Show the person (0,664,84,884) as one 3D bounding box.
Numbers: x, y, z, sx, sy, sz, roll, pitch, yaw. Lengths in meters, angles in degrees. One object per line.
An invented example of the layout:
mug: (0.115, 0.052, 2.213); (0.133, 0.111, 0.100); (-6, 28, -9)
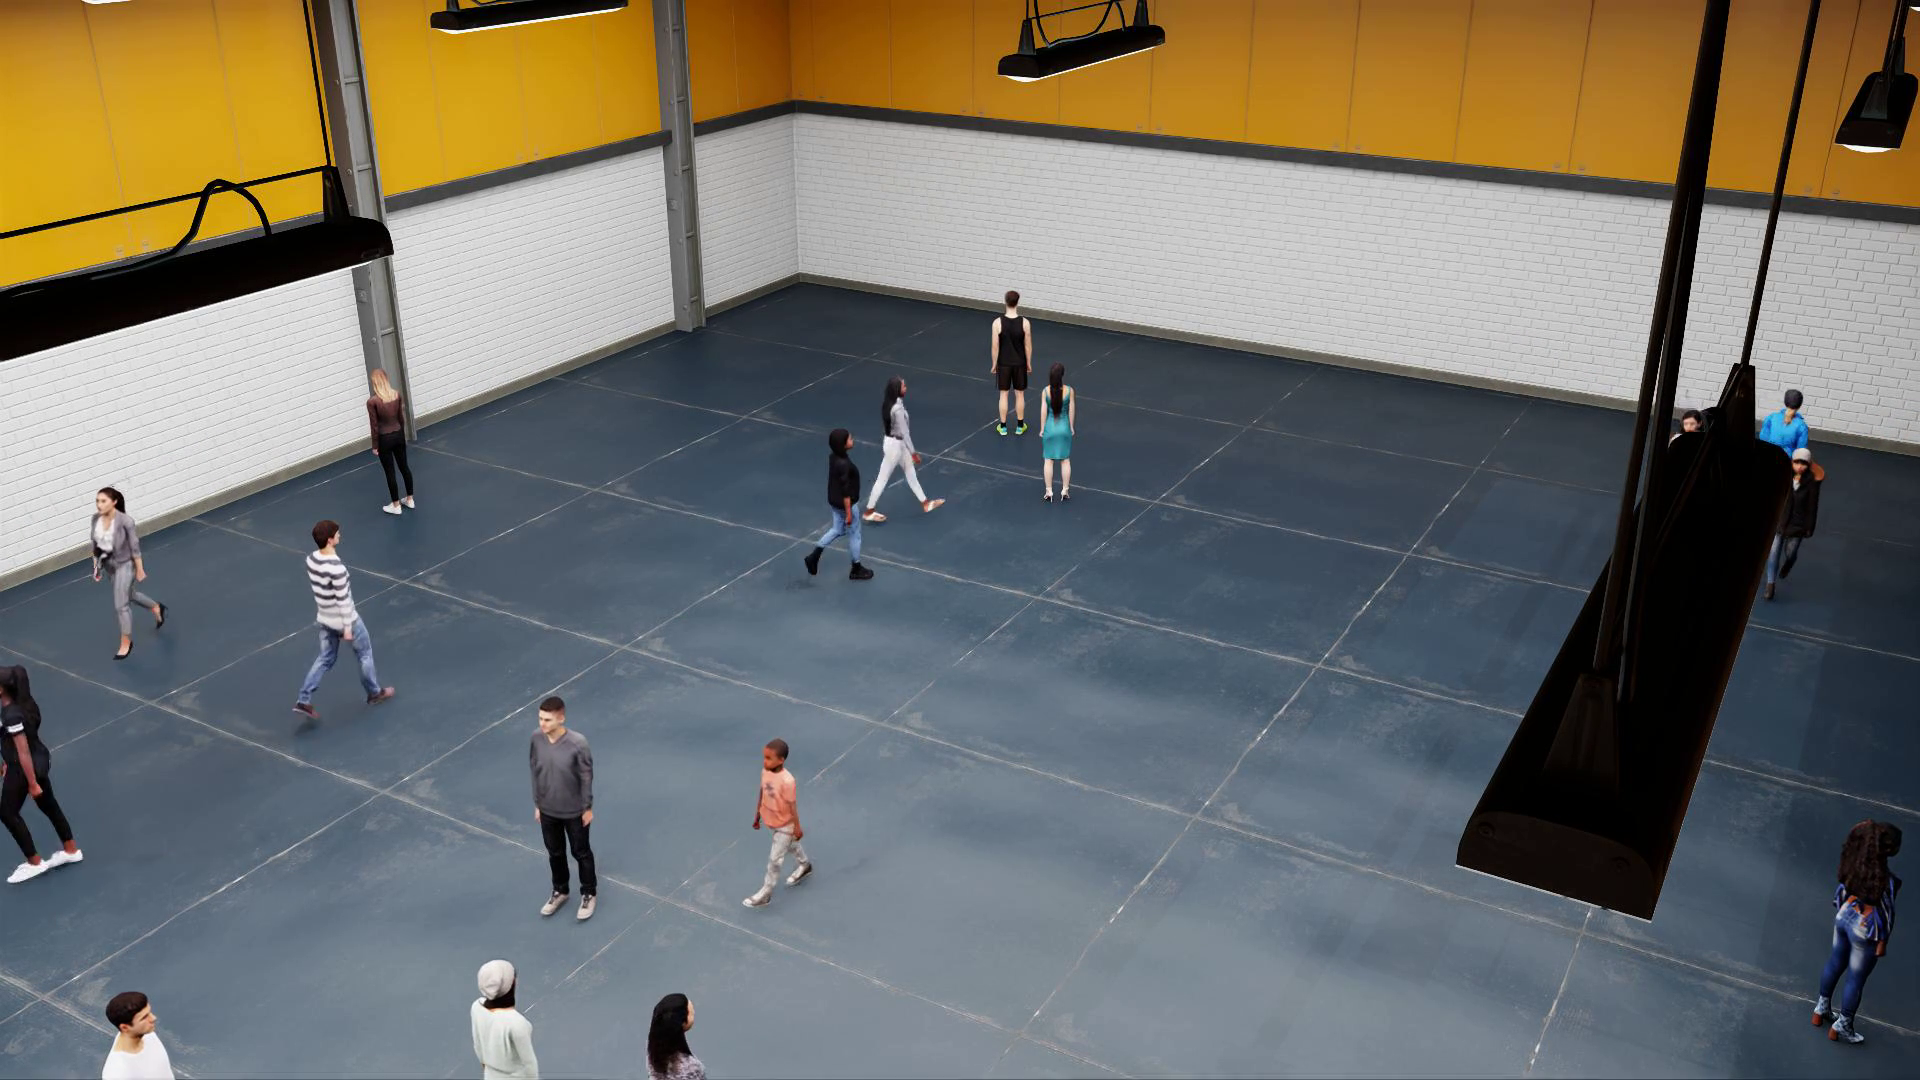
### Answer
person: (-6.873, 1.708, 12.431); (0.882, 1.717, 0.815); (-9, 25, -20)

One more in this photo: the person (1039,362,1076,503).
person: (1.121, -1.252, 19.243); (0.626, 1.685, 0.642); (0, 24, -1)

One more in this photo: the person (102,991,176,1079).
person: (-4.385, 3.175, 8.991); (0.778, 1.784, 0.702); (-4, 24, -9)

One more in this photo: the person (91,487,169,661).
person: (-7.935, 0.255, 15.842); (0.724, 1.648, 1.090); (9, 25, 19)

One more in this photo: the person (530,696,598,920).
person: (-2.840, 1.902, 11.932); (0.677, 1.761, 0.625); (5, 24, 12)

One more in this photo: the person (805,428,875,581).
person: (-1.277, -0.334, 17.149); (1.042, 1.680, 0.865); (-13, 27, -26)

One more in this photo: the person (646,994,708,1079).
person: (-1.575, 3.222, 8.963); (0.706, 1.721, 0.699); (20, 31, 38)

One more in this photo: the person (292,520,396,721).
person: (-5.532, 0.734, 14.530); (0.678, 1.819, 1.147); (14, 27, 30)

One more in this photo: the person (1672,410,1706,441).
person: (7.648, -0.555, 17.602); (0.746, 1.722, 1.230); (8, 25, 17)

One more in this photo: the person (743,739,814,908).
person: (-1.269, 2.033, 12.235); (0.959, 1.279, 0.690); (-20, 30, -38)

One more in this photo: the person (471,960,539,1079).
person: (-2.543, 3.061, 9.427); (0.560, 1.644, 0.484); (14, 27, 28)

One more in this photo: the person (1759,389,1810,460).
person: (8.745, -0.717, 17.939); (1.263, 1.750, 0.963); (-15, 28, -31)

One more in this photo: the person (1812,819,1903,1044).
person: (5.804, 2.509, 10.727); (0.752, 1.614, 0.674); (-4, 24, -8)

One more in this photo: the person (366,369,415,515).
person: (-6.488, -1.133, 18.946); (0.679, 1.703, 0.473); (16, 28, 32)

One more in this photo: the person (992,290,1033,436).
person: (0.662, -2.269, 21.310); (0.765, 1.893, 0.771); (0, 24, 0)

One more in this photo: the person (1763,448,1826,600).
person: (8.447, -0.205, 16.930); (0.655, 1.619, 0.858); (15, 28, 31)

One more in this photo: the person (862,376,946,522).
person: (-0.820, -0.969, 18.622); (1.177, 1.664, 1.182); (-3, 24, -8)
